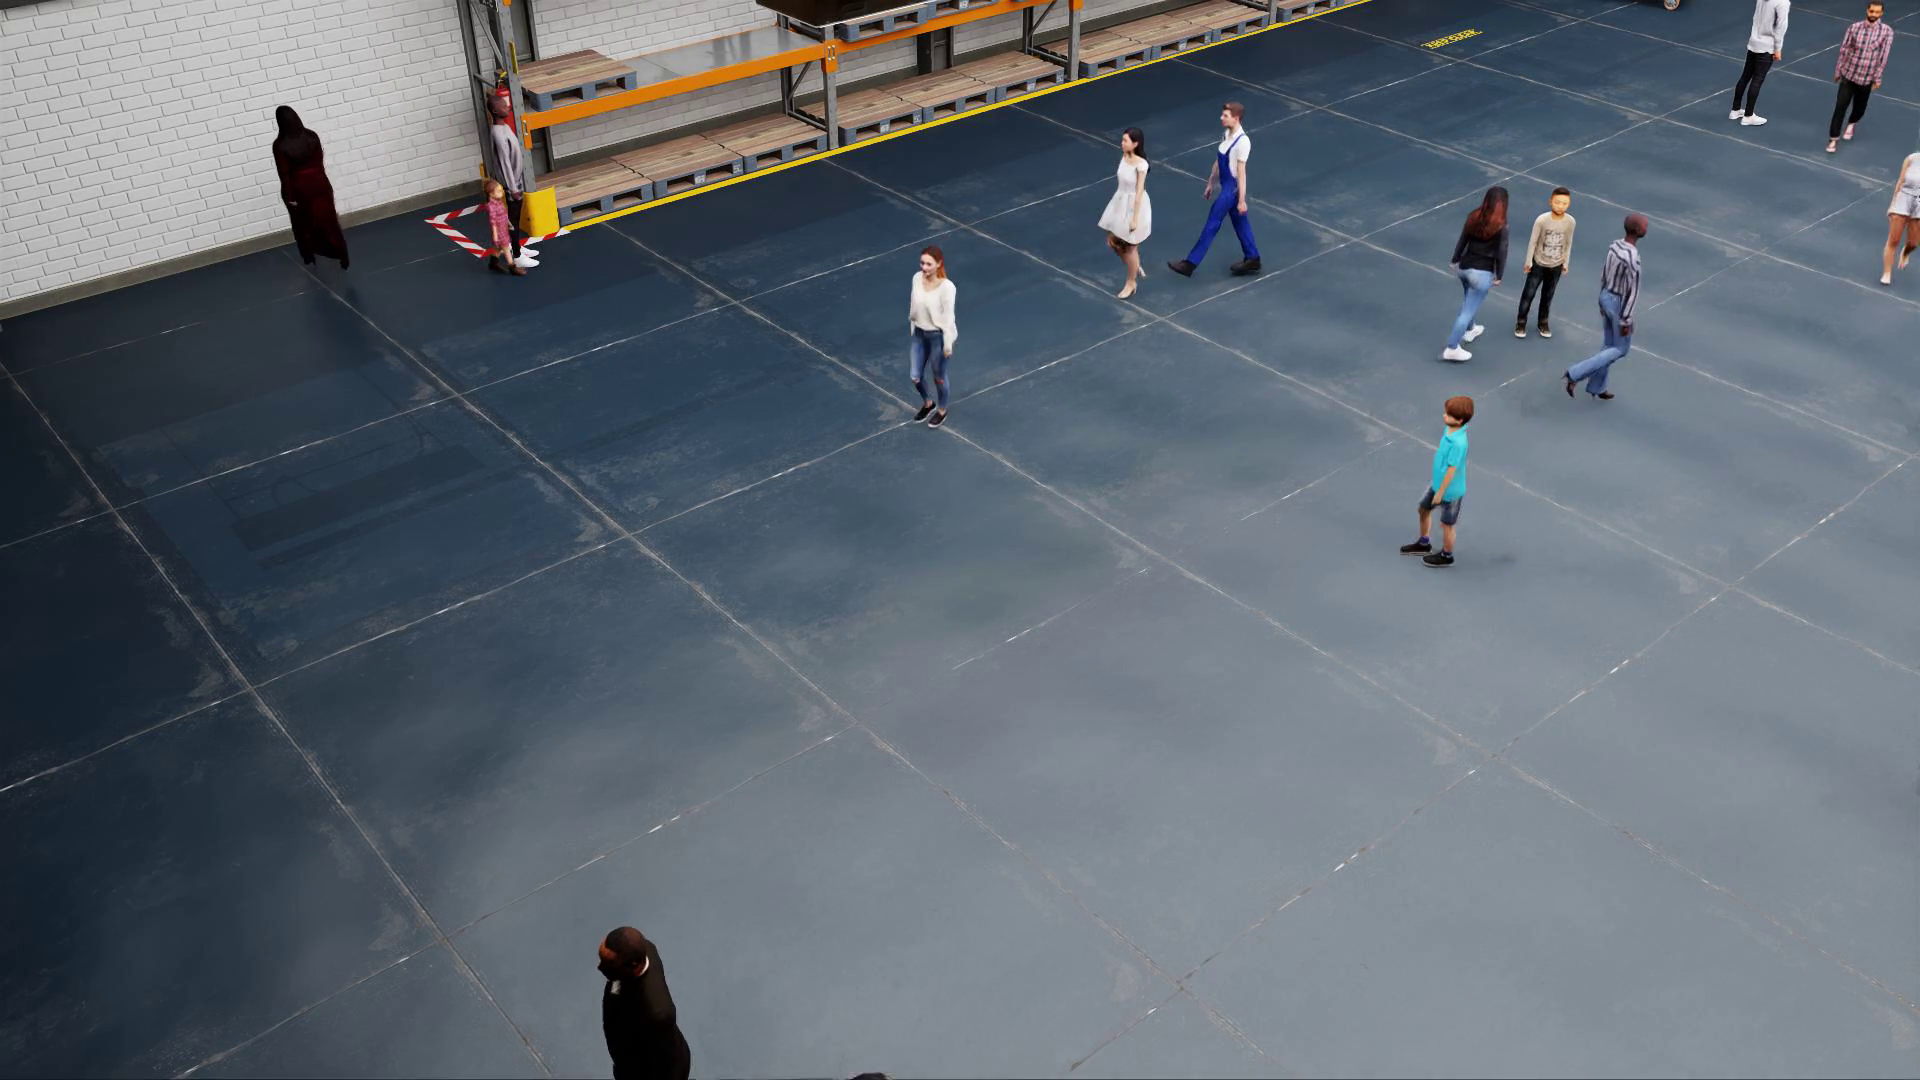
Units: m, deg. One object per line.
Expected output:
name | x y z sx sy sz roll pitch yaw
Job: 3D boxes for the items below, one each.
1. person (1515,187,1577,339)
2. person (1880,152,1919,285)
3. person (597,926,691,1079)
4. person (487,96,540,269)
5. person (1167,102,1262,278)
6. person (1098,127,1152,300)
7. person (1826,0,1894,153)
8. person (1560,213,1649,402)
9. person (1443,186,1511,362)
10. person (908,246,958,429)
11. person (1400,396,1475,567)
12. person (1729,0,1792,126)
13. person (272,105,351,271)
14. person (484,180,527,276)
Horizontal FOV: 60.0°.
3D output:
person | 5.536 -2.624 15.680 0.620 1.463 0.693 1 34 1
person | 9.558 -3.373 16.688 0.691 1.594 0.806 18 37 24
person | -1.341 2.423 7.704 1.059 1.885 0.881 -11 35 -16
person | -4.601 -3.667 16.969 0.696 1.772 0.698 -7 34 -10
person | 2.797 -3.479 16.669 1.346 1.792 1.073 -6 34 -9
person | 1.743 -3.185 16.254 0.786 1.761 0.703 -16 37 -23
person | 10.733 -5.553 19.832 0.932 1.743 1.140 17 37 24
person | 5.594 -1.962 14.400 0.956 1.777 0.872 -3 34 -4
person | 4.699 -2.427 15.263 0.943 1.596 0.719 -19 38 -26
person | -0.184 -1.748 14.169 0.697 1.676 0.676 22 39 29
person | 3.707 -0.429 12.398 0.759 1.441 0.699 2 34 3
person | 9.904 -6.120 20.518 0.755 1.930 0.773 -8 35 -12
person | -6.525 -3.496 16.752 0.943 1.728 0.711 -26 42 -34
person | -4.726 -3.192 16.935 0.699 1.019 0.626 1 34 2
